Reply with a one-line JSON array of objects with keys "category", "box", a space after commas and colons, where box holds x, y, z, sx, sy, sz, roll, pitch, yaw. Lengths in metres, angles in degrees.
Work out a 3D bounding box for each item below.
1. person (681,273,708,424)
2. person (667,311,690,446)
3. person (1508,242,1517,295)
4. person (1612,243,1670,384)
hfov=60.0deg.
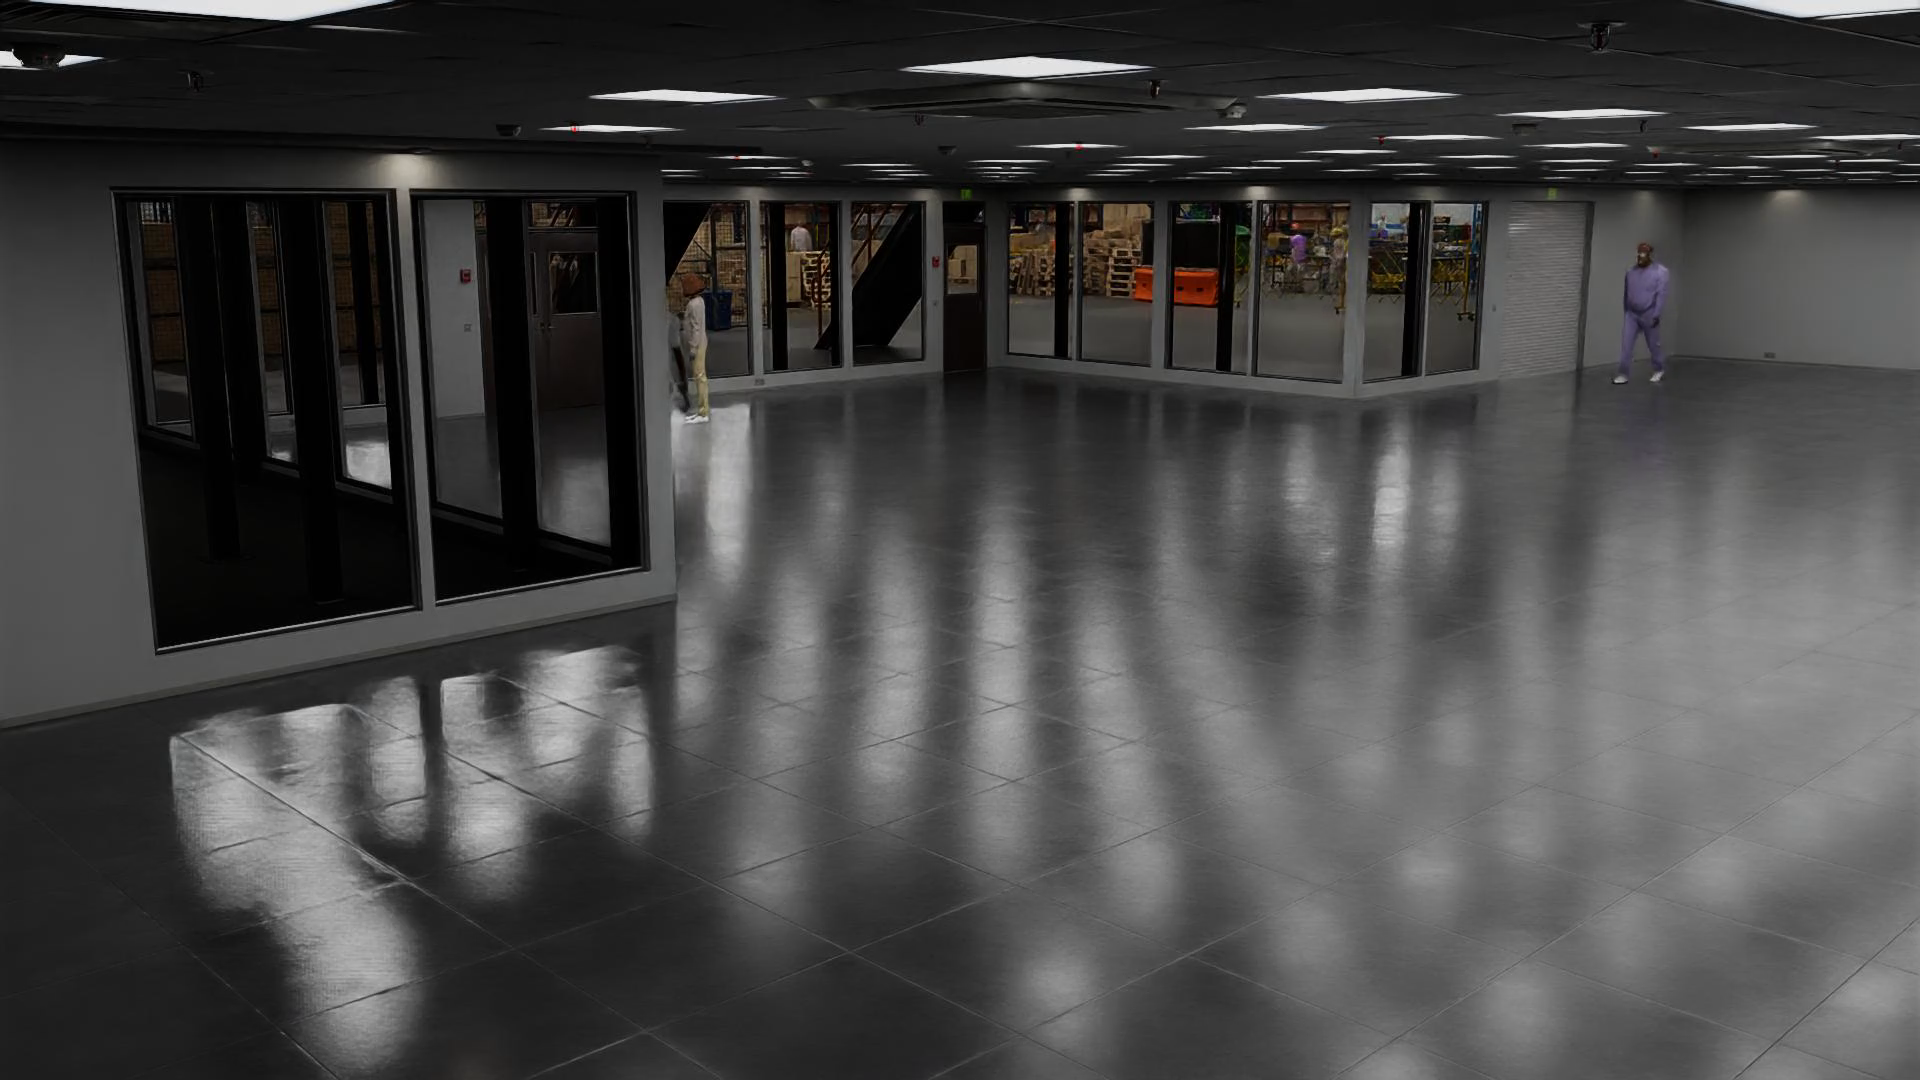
[{"category": "person", "box": [-2.877, -2.082, 18.081, 0.286, 1.633, 0.498, -1, 11, -6]}, {"category": "person", "box": [-2.425, -1.190, 13.109, 0.520, 1.849, 0.820, -5, 12, -24]}, {"category": "person", "box": [12.535, -6.231, 38.128, 0.644, 1.941, 1.046, -6, 13, -27]}, {"category": "person", "box": [9.146, -3.029, 22.231, 0.960, 1.870, 0.635, -11, 15, -42]}]
